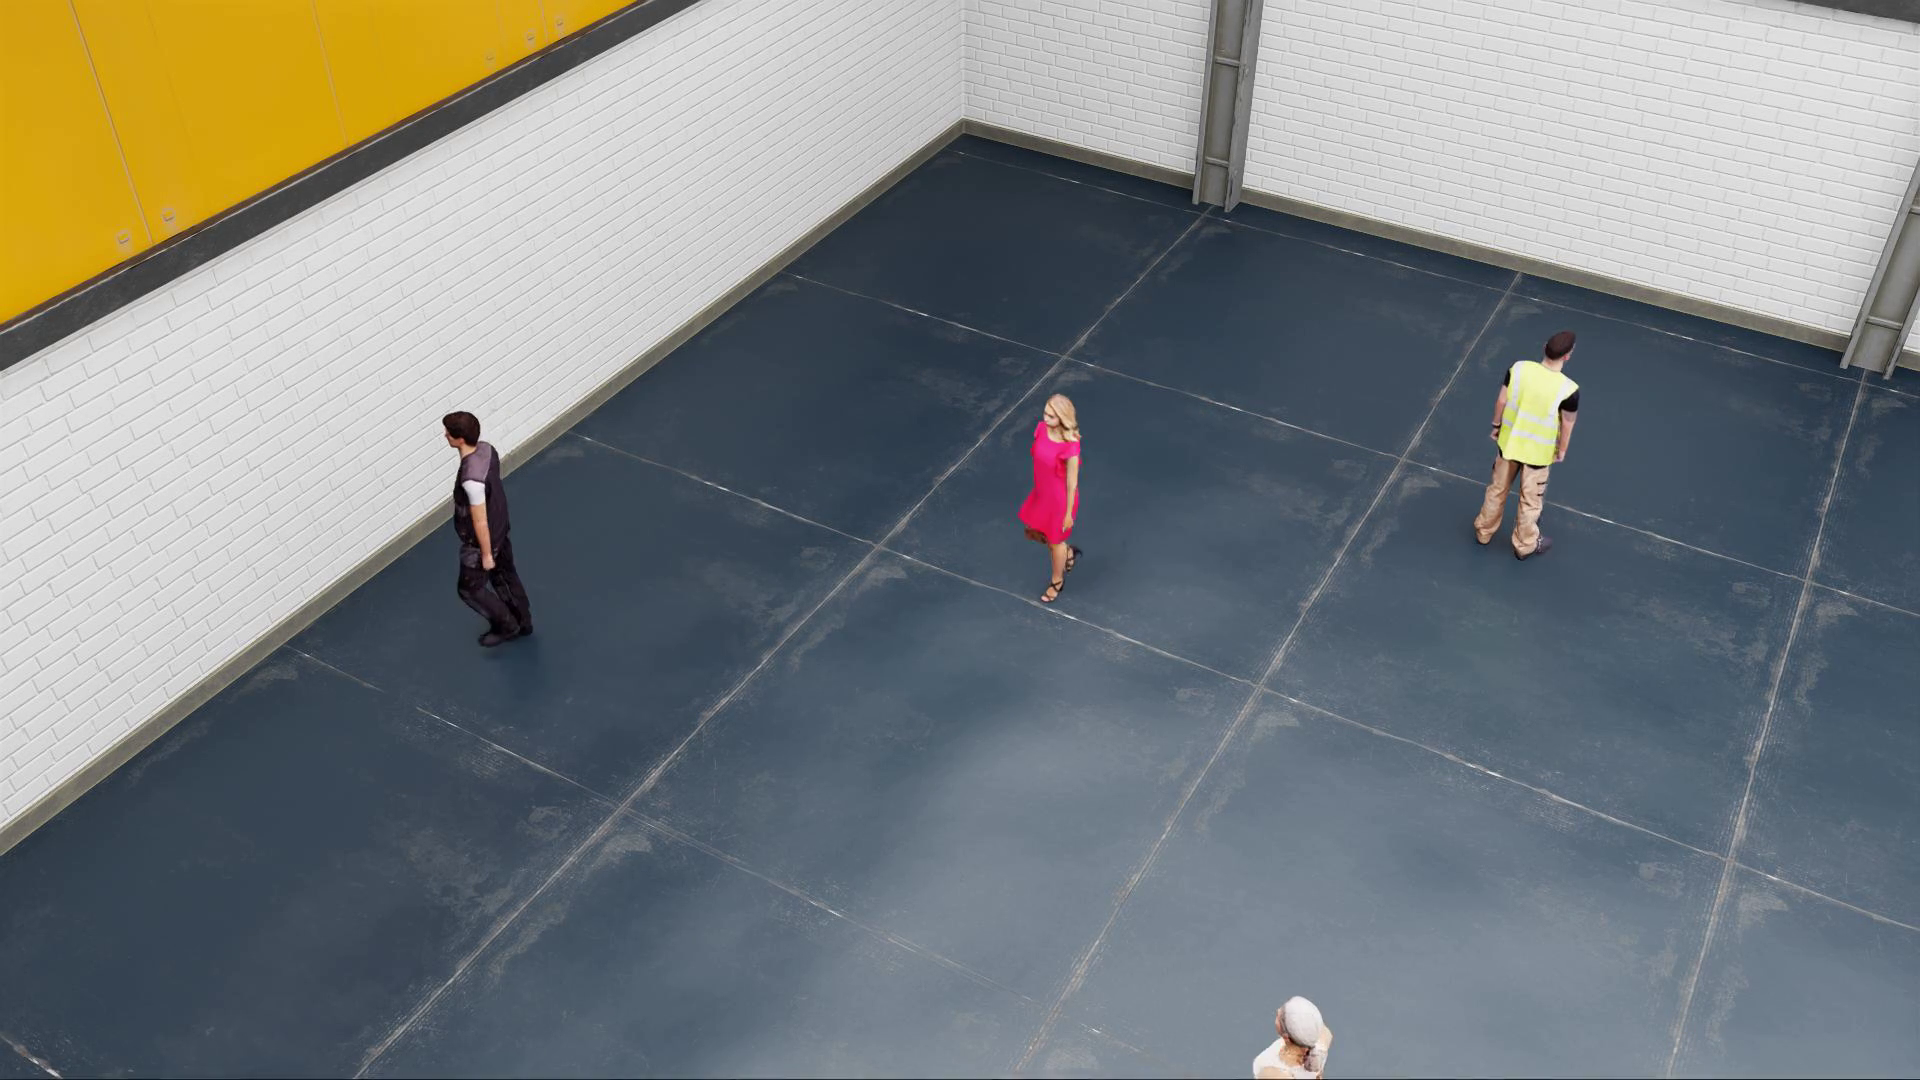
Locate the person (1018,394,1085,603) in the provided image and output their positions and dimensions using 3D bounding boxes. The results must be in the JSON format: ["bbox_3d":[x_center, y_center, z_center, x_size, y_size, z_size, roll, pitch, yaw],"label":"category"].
[{"bbox_3d":[0.719,-0.314,11.349,0.806,1.714,0.780,-22,44,-25],"label":"person"}]

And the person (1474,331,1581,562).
[{"bbox_3d":[3.999,-0.690,11.719,0.664,1.841,0.837,22,44,25],"label":"person"}]

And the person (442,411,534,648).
[{"bbox_3d":[-3.021,-0.052,10.924,0.824,1.835,0.796,-3,39,-3],"label":"person"}]

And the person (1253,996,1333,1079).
[{"bbox_3d":[1.548,2.703,7.586,0.700,1.697,0.719,-29,47,-32],"label":"person"}]
